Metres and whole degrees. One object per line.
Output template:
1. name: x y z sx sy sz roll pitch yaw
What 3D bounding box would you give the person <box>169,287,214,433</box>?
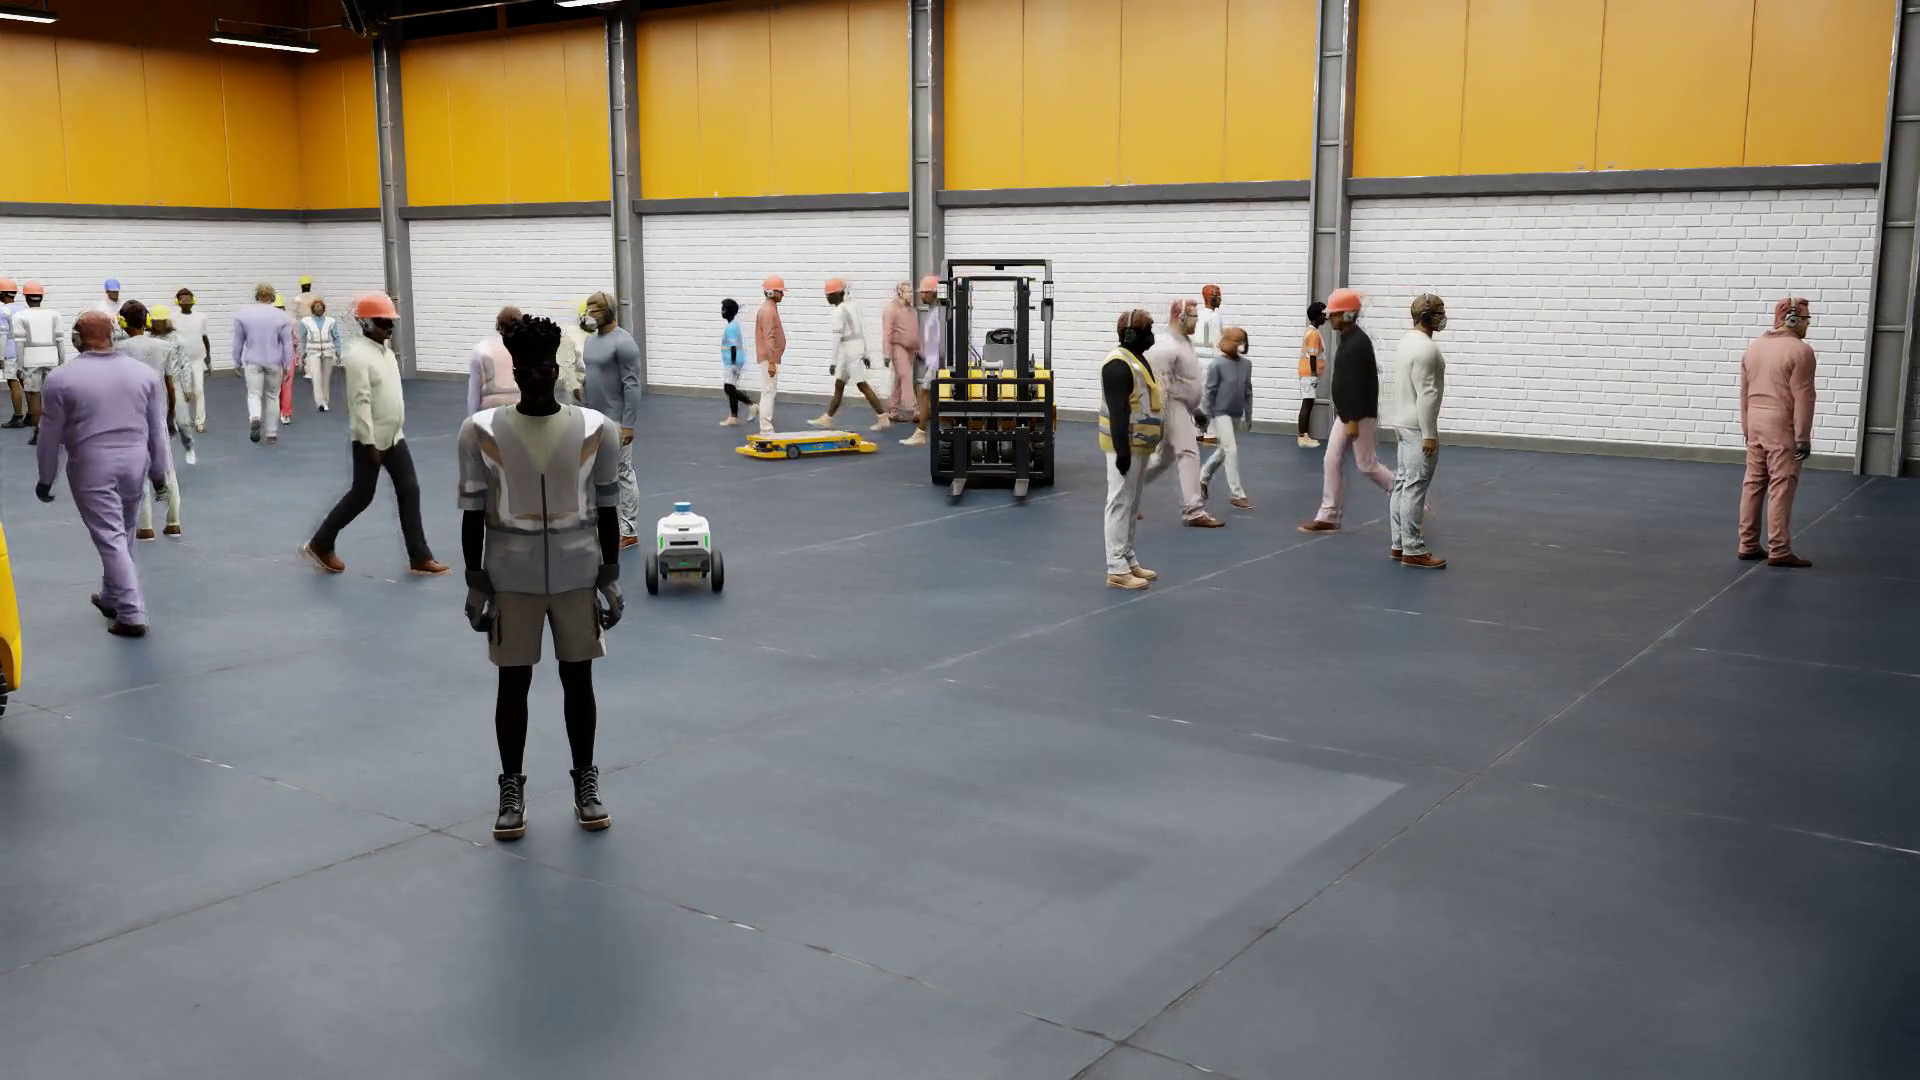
1. person: -9.782 -2.282 21.083 0.569 1.838 0.739 -6 11 -31

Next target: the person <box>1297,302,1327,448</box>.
1. person: 4.088 -1.917 19.331 0.321 1.691 0.532 2 10 9

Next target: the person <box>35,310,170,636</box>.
1. person: -5.048 -0.398 9.722 0.946 1.862 0.663 7 12 37

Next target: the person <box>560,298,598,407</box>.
1. person: -3.836 -1.601 17.195 0.591 1.776 0.958 -8 12 -40

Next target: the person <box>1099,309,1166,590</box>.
1. person: 1.148 -0.607 11.071 0.430 1.845 0.619 3 10 19

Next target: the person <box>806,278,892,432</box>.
1. person: -1.374 -2.326 21.020 1.136 1.954 0.615 2 10 10

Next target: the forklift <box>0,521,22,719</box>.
1. forklift: -5.296 -0.090 6.943 1.214 2.155 2.313 7 12 35

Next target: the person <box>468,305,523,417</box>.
1. person: -3.553 -0.946 13.182 0.640 1.816 0.680 -3 10 -17

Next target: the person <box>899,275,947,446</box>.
1. person: -0.185 -2.098 19.508 1.011 2.006 0.621 -1 10 -8

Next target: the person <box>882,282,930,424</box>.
1. person: -0.641 -2.477 22.087 0.878 1.872 0.673 6 11 30

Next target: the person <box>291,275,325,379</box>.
1. person: -11.916 -3.894 30.457 0.586 1.910 0.587 -7 12 -35

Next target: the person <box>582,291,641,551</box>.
1. person: -2.628 -0.887 12.451 0.357 1.937 0.638 -9 13 -43

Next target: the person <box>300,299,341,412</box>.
1. person: -9.108 -2.623 23.754 0.541 1.599 0.807 -6 11 -31

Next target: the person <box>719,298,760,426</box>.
1. person: -2.891 -2.301 21.648 0.468 1.686 0.533 -1 10 -6

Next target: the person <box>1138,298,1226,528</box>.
1. person: 1.712 -1.051 13.660 0.921 1.869 0.647 3 10 16

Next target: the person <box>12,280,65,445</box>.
1. person: -10.833 -2.083 19.574 0.373 1.934 0.551 8 13 41

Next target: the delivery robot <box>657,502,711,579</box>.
1. delivery robot: -1.835 -0.006 11.039 0.477 0.478 0.707 -2 10 -10

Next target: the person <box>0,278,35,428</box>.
1. person: -12.265 -2.413 21.538 0.361 1.938 0.545 2 10 10

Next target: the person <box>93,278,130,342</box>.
1. person: -12.704 -2.987 25.085 0.999 1.903 0.601 8 12 38

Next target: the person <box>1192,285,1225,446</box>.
1. person: 2.921 -2.043 19.501 0.352 1.883 0.579 -4 10 -20

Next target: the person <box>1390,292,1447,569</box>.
1. person: 3.250 -0.772 11.763 0.373 1.940 0.628 0 10 1

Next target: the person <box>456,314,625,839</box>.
1. person: -1.569 0.139 6.272 0.607 1.960 0.366 -3 10 -18

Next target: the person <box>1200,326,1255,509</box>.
1. person: 2.341 -1.104 14.752 0.509 1.599 0.817 -7 12 -34

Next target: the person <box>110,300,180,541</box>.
1. person: -6.327 -0.922 12.885 0.328 1.865 0.520 7 12 37

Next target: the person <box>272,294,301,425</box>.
1. person: -9.100 -2.426 22.256 0.540 1.722 0.906 -3 10 -15

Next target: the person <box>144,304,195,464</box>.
1. person: -8.179 -1.568 17.131 0.500 1.734 0.604 -2 10 -10

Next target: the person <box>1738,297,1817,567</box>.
1. person: 5.841 -0.767 11.841 0.400 1.905 0.643 -2 10 -13

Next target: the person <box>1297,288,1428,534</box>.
1. person: 3.192 -0.991 13.038 0.925 1.961 0.616 0 10 -1

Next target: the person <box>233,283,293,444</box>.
1. person: -8.143 -2.045 19.455 0.680 1.909 0.739 -3 10 -17

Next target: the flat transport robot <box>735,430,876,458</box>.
1. flat transport robot: -1.716 -1.078 18.547 1.431 0.197 0.652 -6 11 -32

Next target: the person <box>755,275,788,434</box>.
1. person: -2.225 -2.140 19.750 0.399 1.989 0.622 -1 10 -7

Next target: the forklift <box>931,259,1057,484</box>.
1. forklift: 0.370 -1.738 16.759 1.214 2.155 2.313 1 10 3

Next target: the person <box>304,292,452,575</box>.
1. person: -4.044 -0.714 11.379 0.968 1.964 0.622 2 10 9
